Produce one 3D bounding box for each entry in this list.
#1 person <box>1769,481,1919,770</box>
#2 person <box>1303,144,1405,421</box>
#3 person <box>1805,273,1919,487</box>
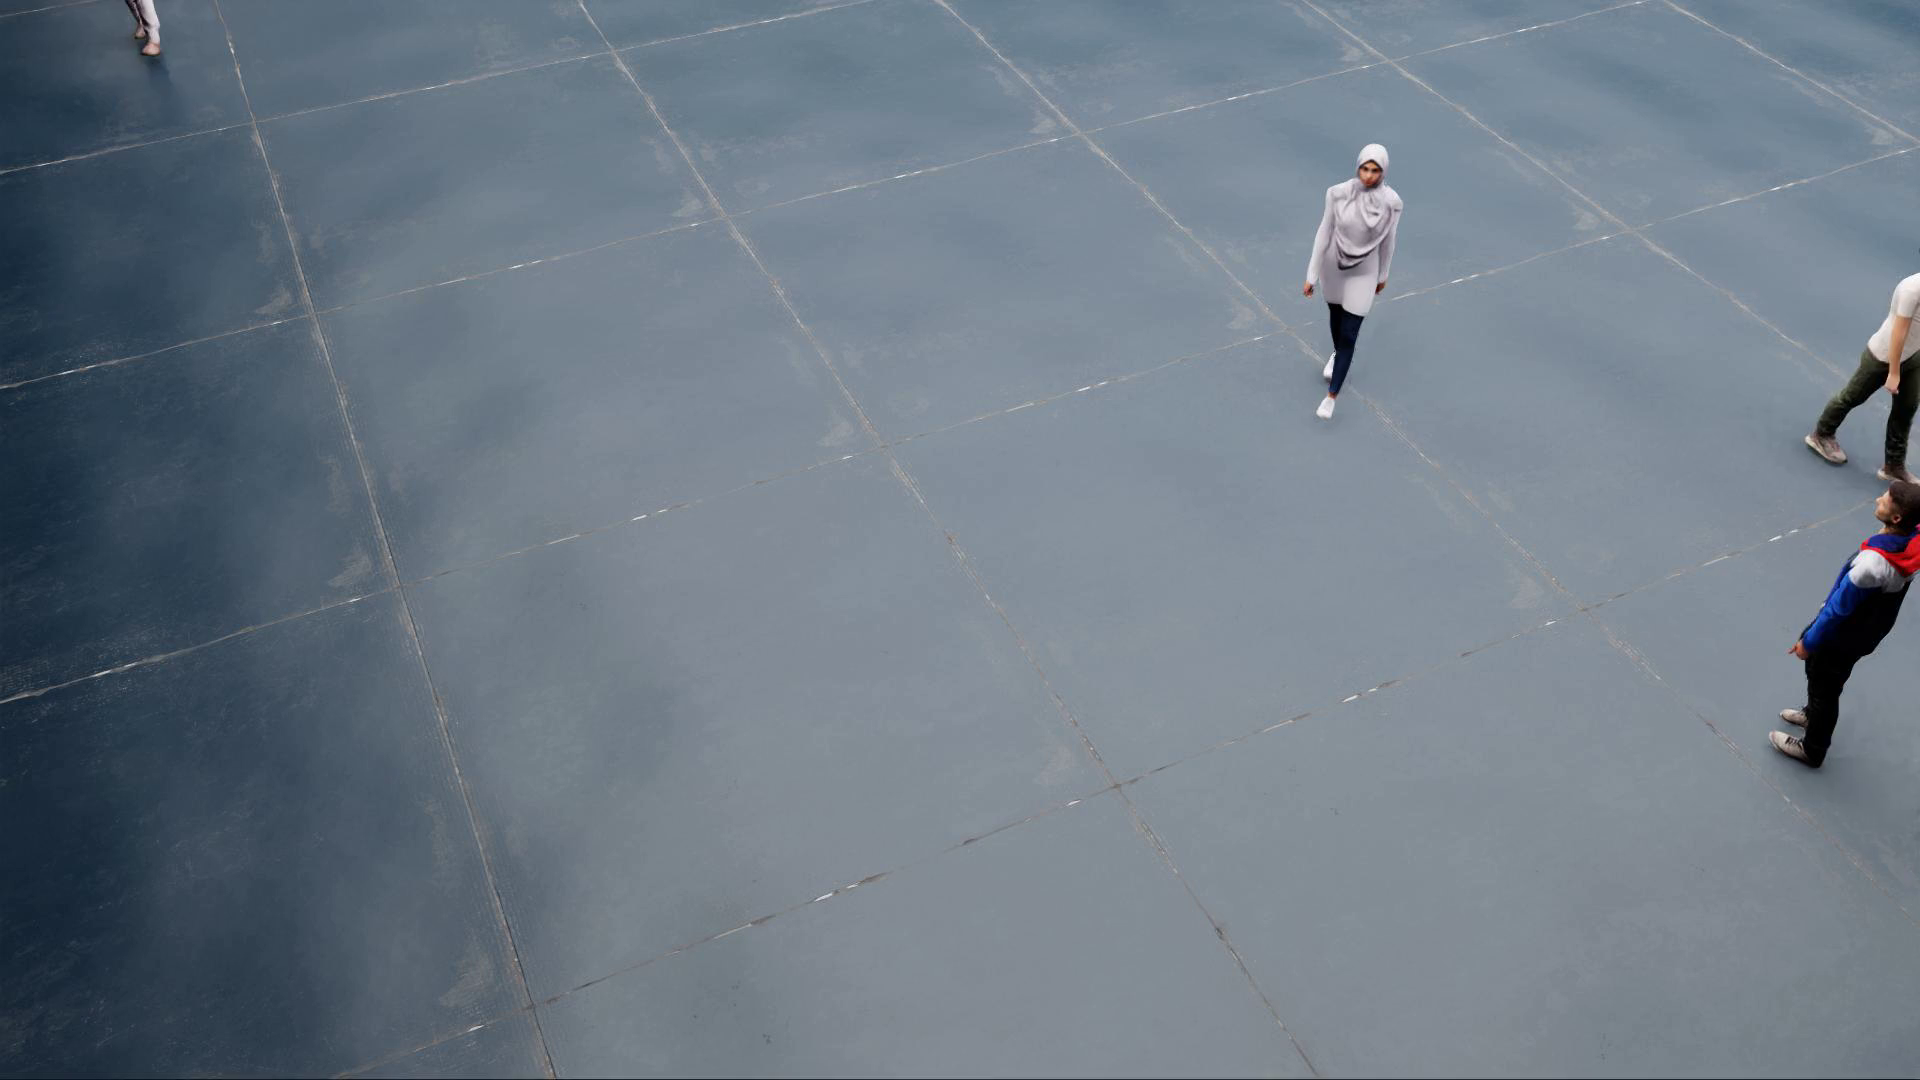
[{"bbox_3d":[4.343,0.460,7.952,0.708,1.745,0.706,-27,49,-27],"label":"person"},{"bbox_3d":[2.427,-1.681,10.316,1.095,1.736,1.093,19,45,19],"label":"person"},{"bbox_3d":[5.402,-1.112,9.773,0.574,1.624,0.953,-18,45,-19],"label":"person"}]
